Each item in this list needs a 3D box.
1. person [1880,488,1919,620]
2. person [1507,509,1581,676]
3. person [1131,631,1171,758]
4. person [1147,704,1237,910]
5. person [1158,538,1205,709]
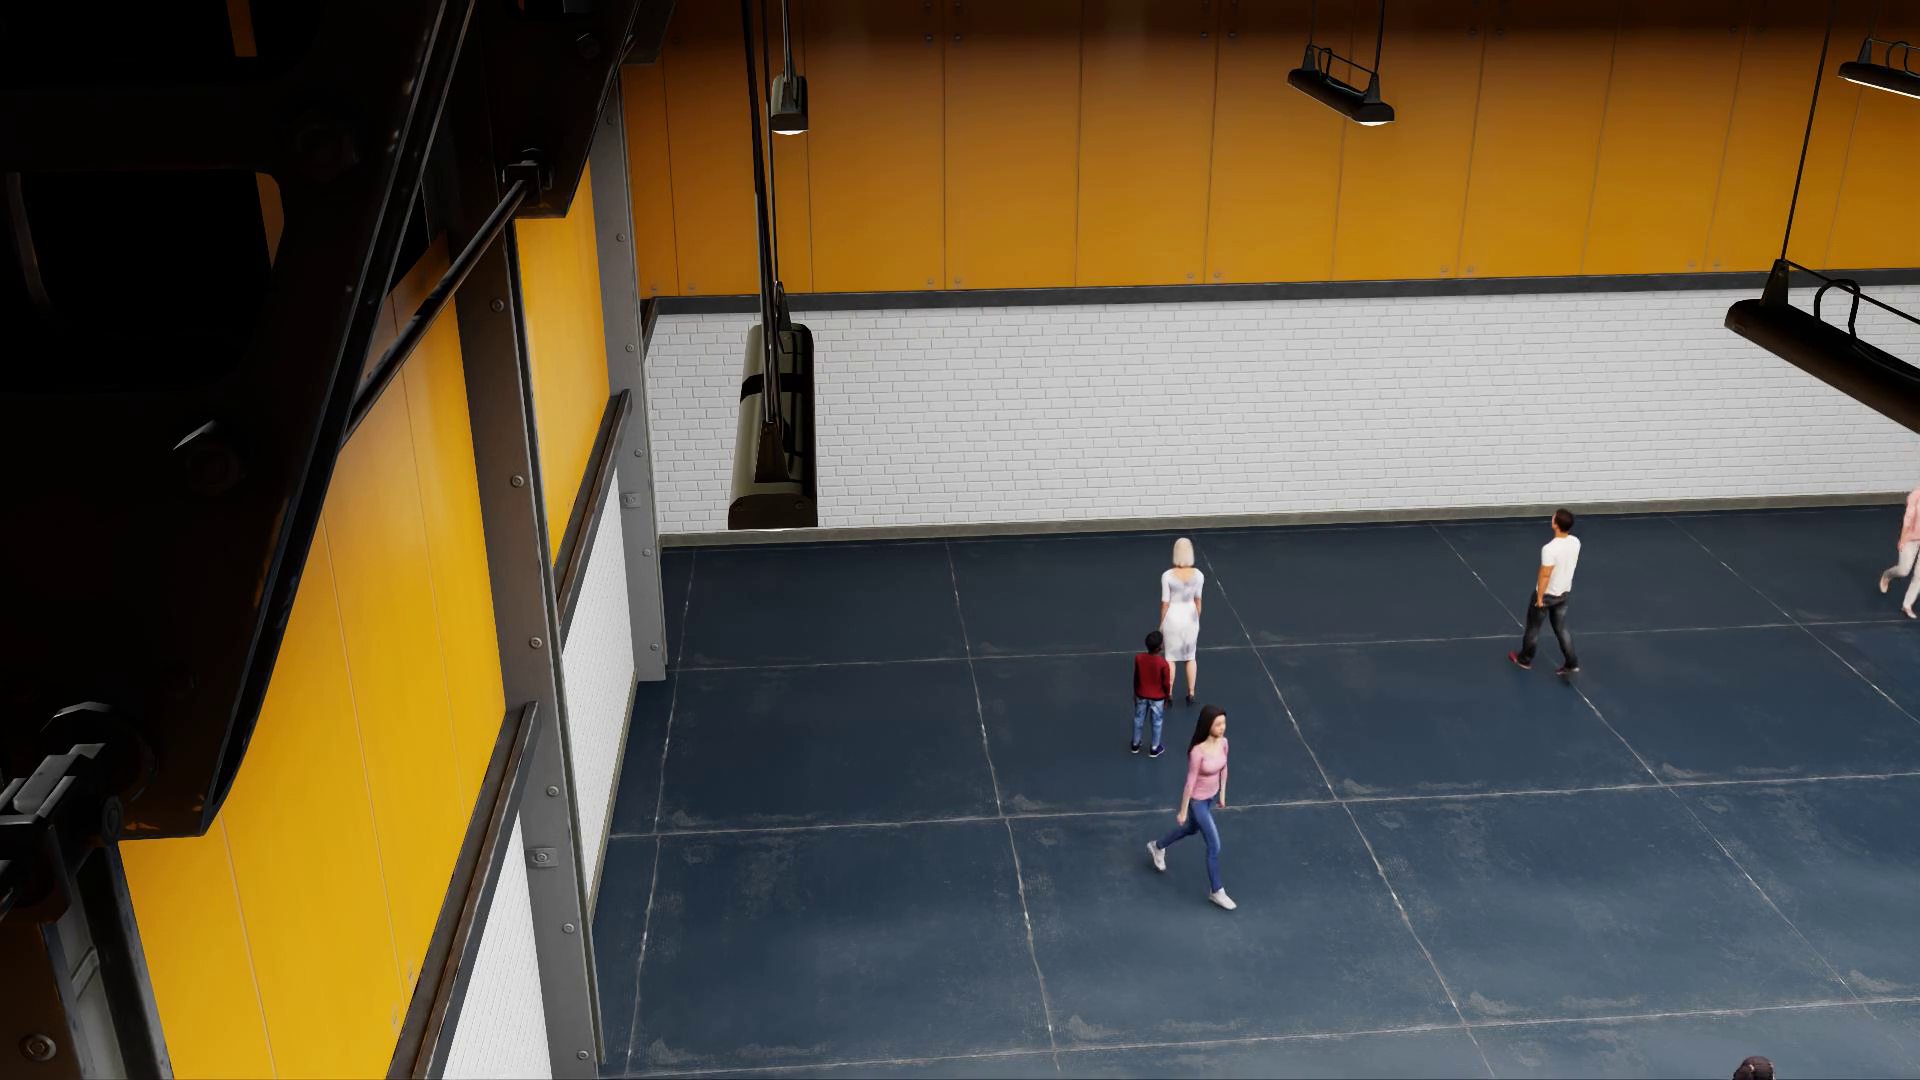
[{"bbox_3d":[10.355,-0.032,17.990,0.716,1.710,0.920,4,24,8],"label":"person"},{"bbox_3d":[5.975,0.544,16.577,0.888,1.786,1.097,-12,26,-26],"label":"person"},{"bbox_3d":[1.748,1.411,15.260,0.579,1.252,0.611,11,26,24],"label":"person"},{"bbox_3d":[1.861,2.049,13.238,1.053,1.702,1.190,-21,31,-40],"label":"person"},{"bbox_3d":[2.131,0.800,16.038,0.558,1.749,0.491,-2,24,-5],"label":"person"}]
